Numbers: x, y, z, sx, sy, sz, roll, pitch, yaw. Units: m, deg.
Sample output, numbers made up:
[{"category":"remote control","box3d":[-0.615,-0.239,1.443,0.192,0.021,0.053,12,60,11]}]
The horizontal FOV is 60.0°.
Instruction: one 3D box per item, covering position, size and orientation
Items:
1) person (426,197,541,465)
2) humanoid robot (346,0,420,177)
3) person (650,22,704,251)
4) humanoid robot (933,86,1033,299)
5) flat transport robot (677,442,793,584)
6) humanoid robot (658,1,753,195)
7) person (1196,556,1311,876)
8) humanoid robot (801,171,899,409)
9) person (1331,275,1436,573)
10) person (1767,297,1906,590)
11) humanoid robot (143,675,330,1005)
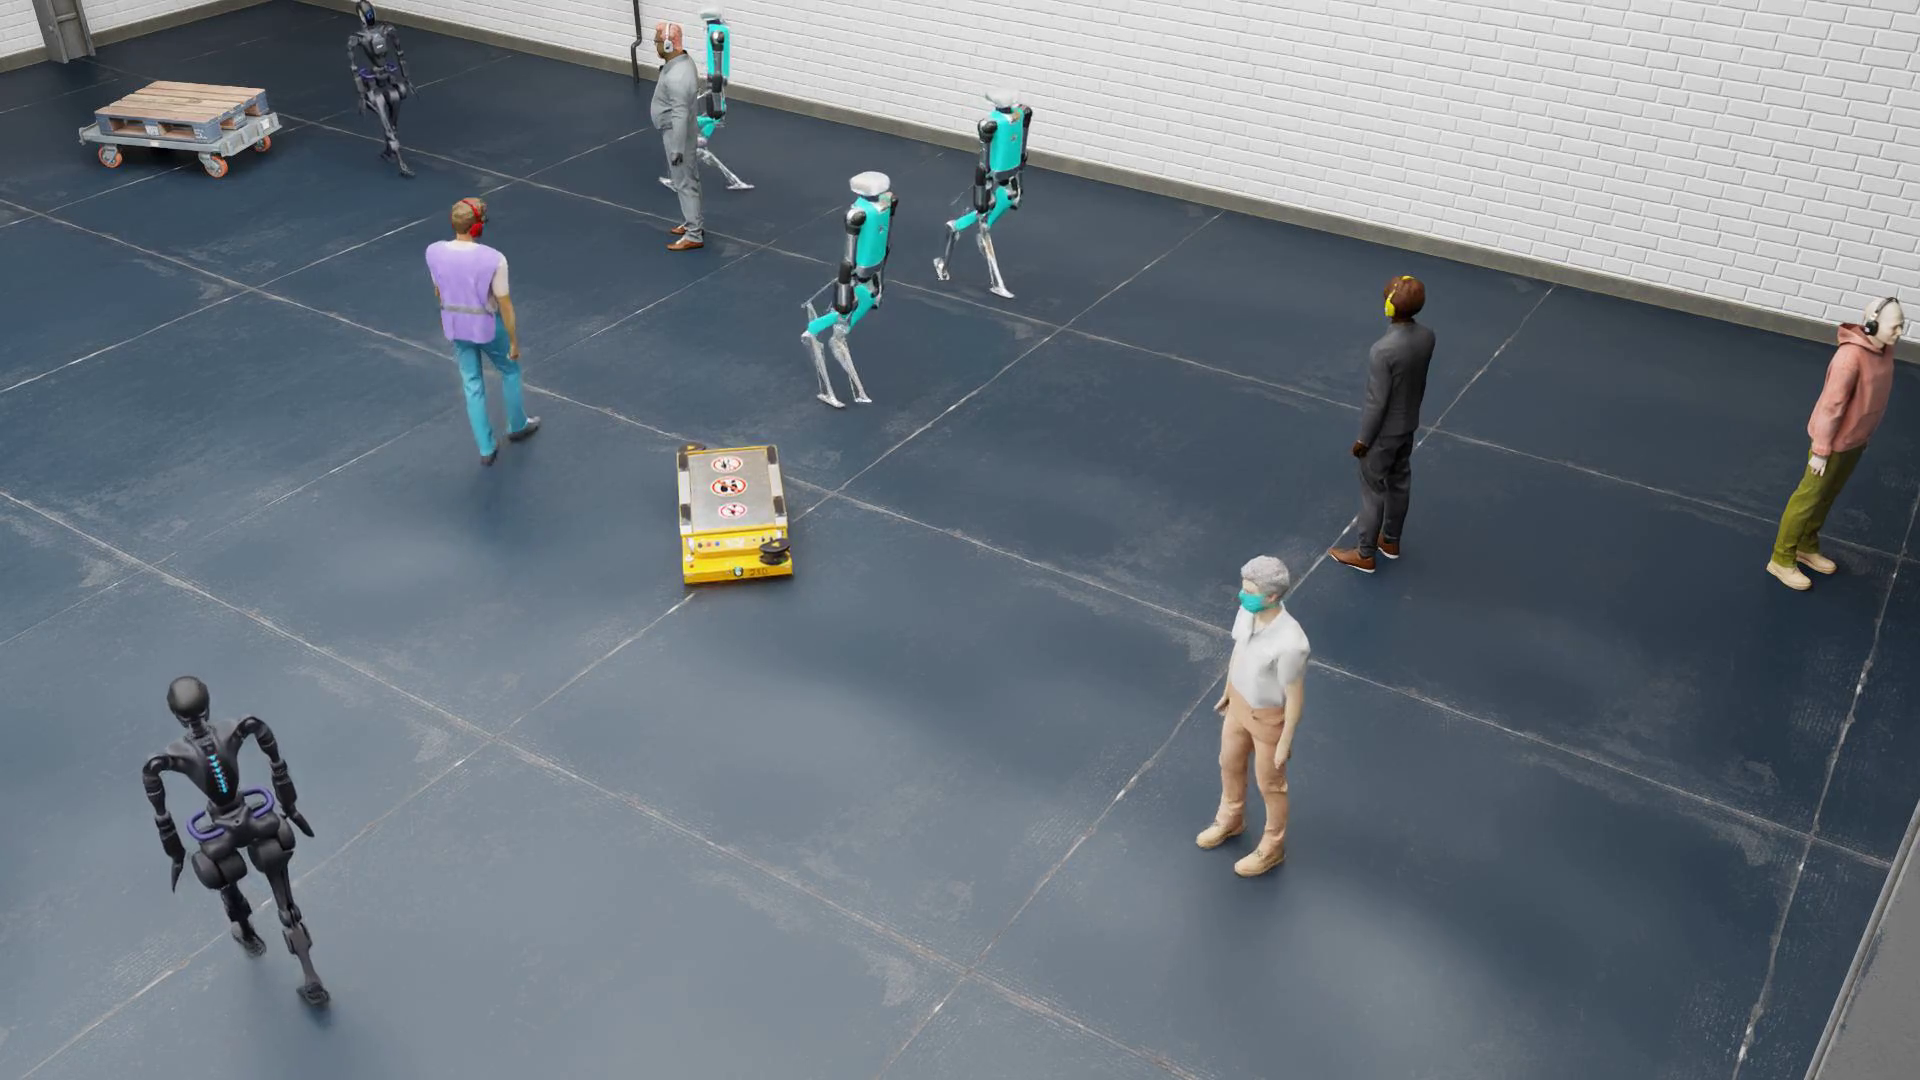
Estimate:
[{"category":"person","box3d":[-3.142,-1.418,11.034,0.571,1.813,0.703,4,33,6]},{"category":"humanoid robot","box3d":[-5.400,-4.263,15.641,0.810,1.622,0.611,28,42,36]},{"category":"person","box3d":[-2.383,-3.401,14.035,0.413,1.906,0.650,-2,33,-3]},{"category":"humanoid robot","box3d":[0.112,-2.791,13.284,0.926,1.807,0.551,28,42,36]},{"category":"flat transport robot","box3d":[-1.451,-0.208,10.580,0.659,0.231,1.431,-5,33,-8]},{"category":"humanoid robot","box3d":[-2.448,-3.963,15.107,1.020,1.779,0.532,-3,33,-4]},{"category":"person","box3d":[1.380,0.805,7.656,0.338,1.735,0.489,-15,35,-21]},{"category":"humanoid robot","box3d":[-0.831,-1.746,11.618,0.775,1.767,0.548,17,37,25]},{"category":"person","box3d":[2.526,-0.674,9.821,0.501,1.873,0.337,-23,39,-31]},{"category":"person","box3d":[5.136,-0.584,9.714,0.536,1.835,0.355,-21,38,-29]},{"category":"humanoid robot","box3d":[-3.055,1.258,7.047,0.596,1.627,0.789,-25,40,-33]}]
